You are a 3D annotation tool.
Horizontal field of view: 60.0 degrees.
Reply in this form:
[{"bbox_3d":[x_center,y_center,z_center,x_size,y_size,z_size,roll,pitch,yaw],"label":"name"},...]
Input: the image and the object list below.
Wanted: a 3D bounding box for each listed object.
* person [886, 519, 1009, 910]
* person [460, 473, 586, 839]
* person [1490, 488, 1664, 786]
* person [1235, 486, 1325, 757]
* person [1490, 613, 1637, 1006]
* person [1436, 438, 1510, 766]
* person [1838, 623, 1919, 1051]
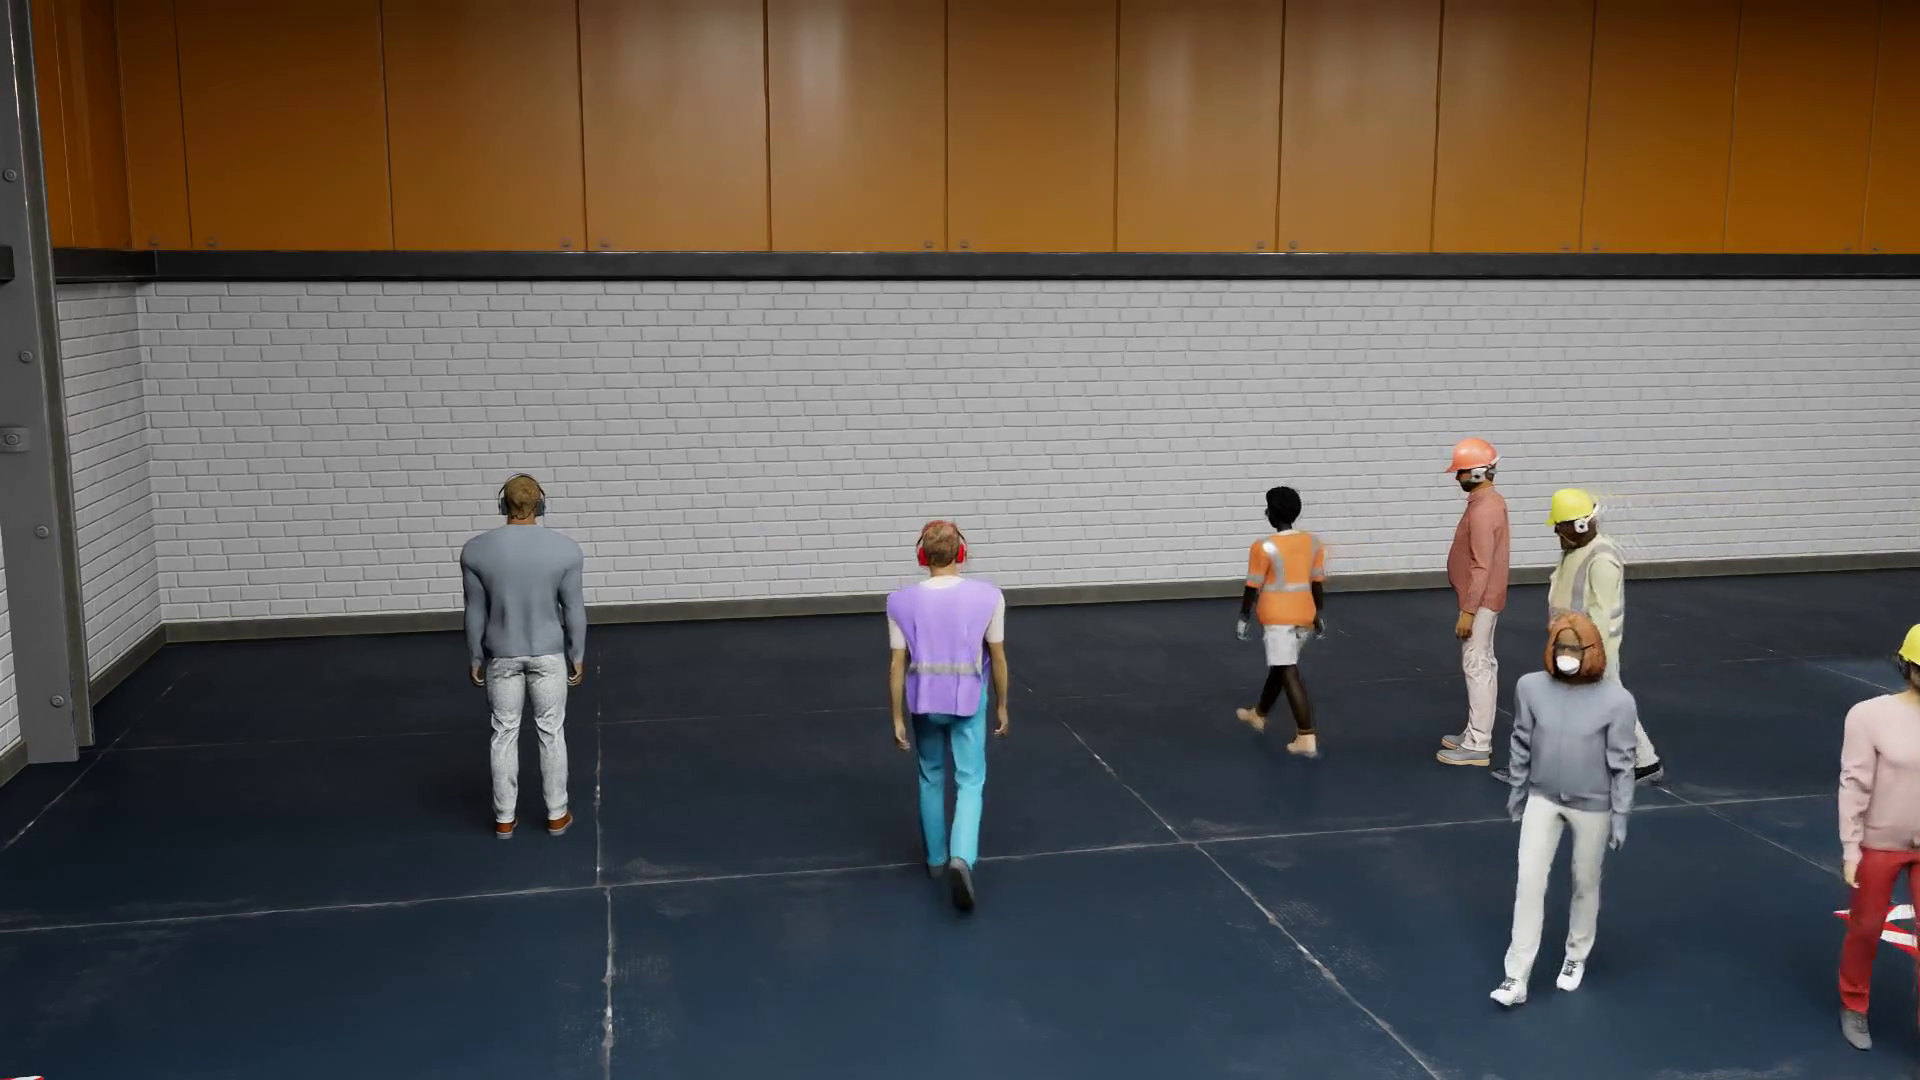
[{"bbox_3d":[-0.062,0.812,7.913,0.579,1.819,0.790,1,9,5],"label":"person"},{"bbox_3d":[-2.284,0.615,8.764,0.627,1.936,0.361,-2,10,-12],"label":"person"},{"bbox_3d":[3.638,0.569,9.597,0.955,1.759,0.655,0,9,-3],"label":"person"},{"bbox_3d":[2.005,0.487,10.400,0.547,1.644,0.889,-6,11,-30],"label":"person"},{"bbox_3d":[2.427,1.107,6.725,0.523,1.600,0.752,7,11,35],"label":"person"},{"bbox_3d":[3.114,0.371,10.081,0.393,1.985,0.611,4,10,24],"label":"person"},{"bbox_3d":[3.511,1.147,6.138,0.548,1.733,0.770,2,10,12],"label":"person"}]
